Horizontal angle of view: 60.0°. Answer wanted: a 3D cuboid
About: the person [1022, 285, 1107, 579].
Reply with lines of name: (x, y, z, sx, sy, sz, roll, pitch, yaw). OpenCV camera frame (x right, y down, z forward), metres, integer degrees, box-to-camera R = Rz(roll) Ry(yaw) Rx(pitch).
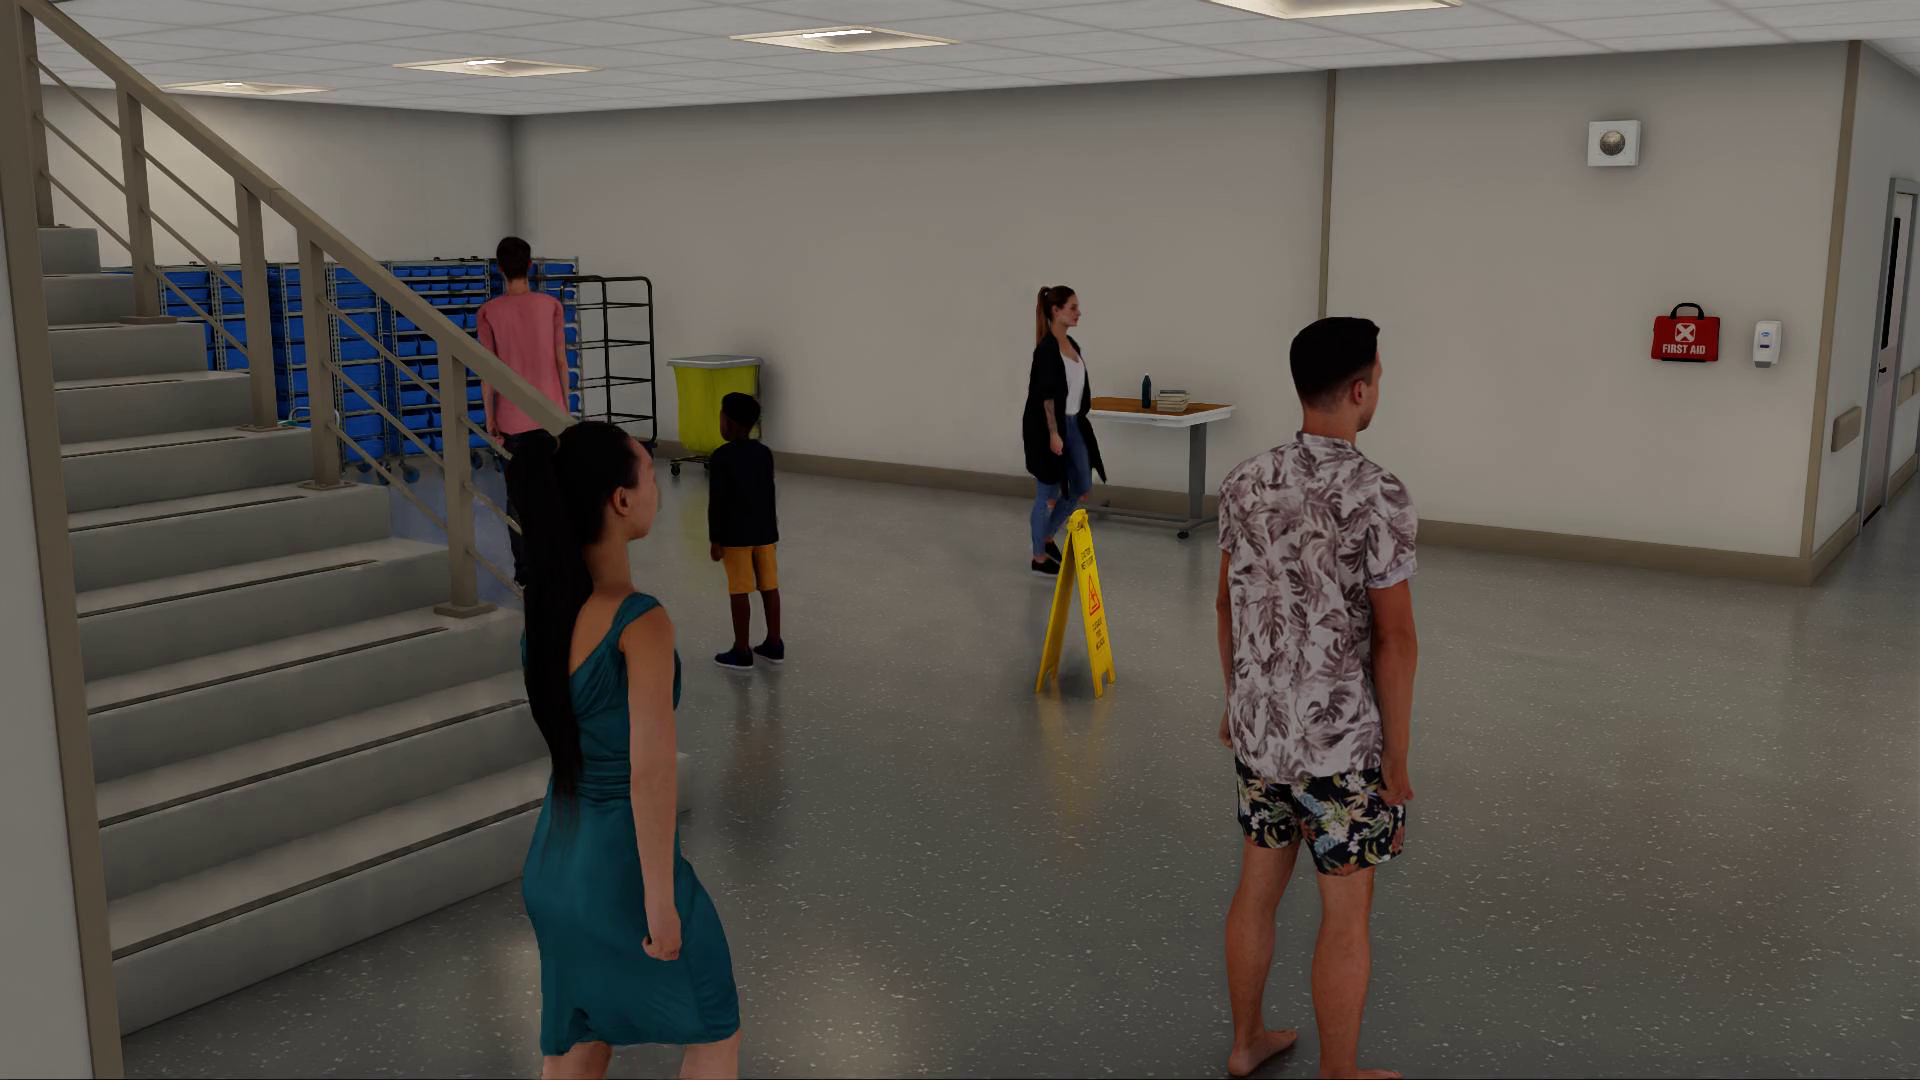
person: (0.464, -0.612, 9.540, 0.651, 1.671, 0.614, 8, 13, 35)

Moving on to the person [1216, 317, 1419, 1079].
person: (0.809, 0.399, 3.831, 0.774, 1.814, 0.575, -10, 14, -41)

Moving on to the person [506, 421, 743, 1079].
person: (-0.678, 0.644, 2.929, 0.652, 1.669, 0.683, 9, 14, 41)

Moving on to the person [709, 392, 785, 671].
person: (-0.975, -0.047, 7.657, 0.562, 1.265, 0.581, -10, 14, -41)

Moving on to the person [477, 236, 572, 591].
person: (-2.295, -0.625, 8.909, 1.101, 1.933, 1.200, -3, 11, -14)
